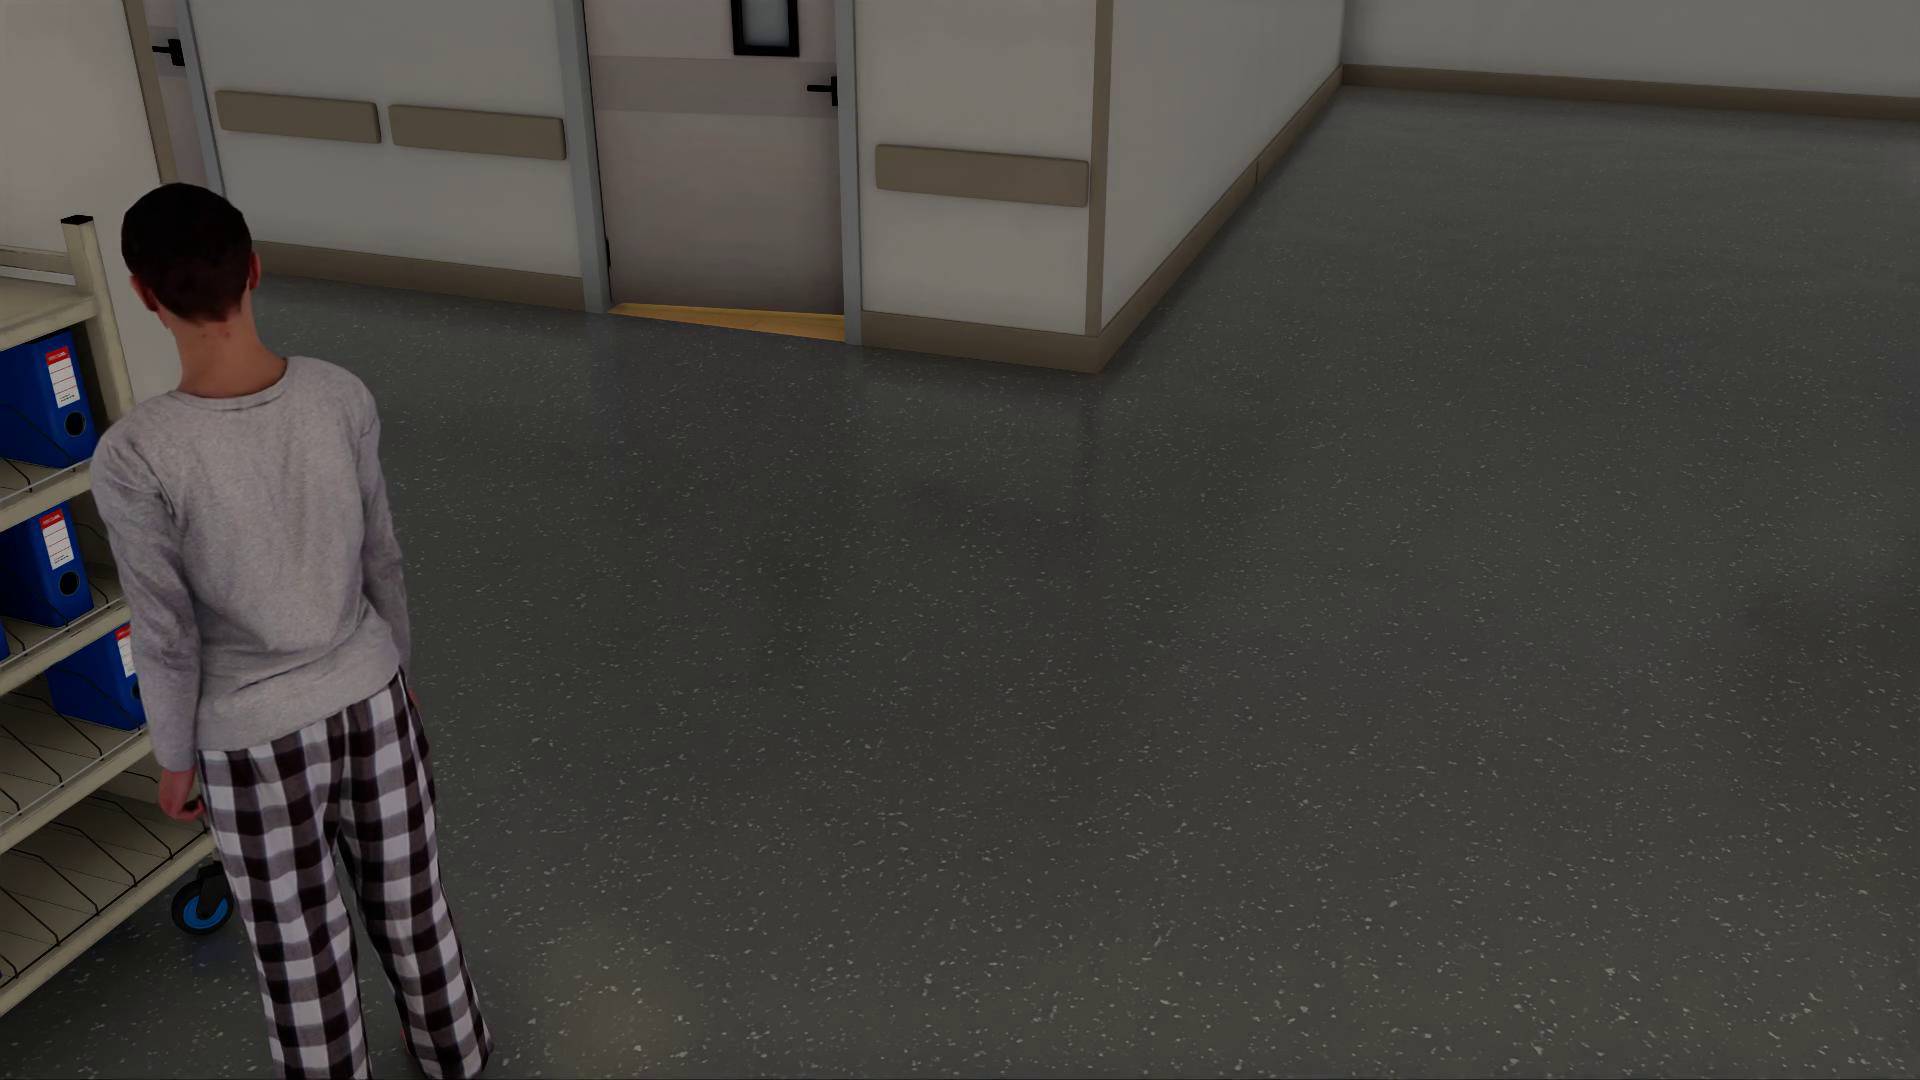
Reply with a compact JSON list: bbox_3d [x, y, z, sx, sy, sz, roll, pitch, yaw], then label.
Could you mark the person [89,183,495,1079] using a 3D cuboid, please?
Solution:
[{"bbox_3d":[-1.137,0.300,2.879,0.758,1.845,0.614,22,34,38],"label":"person"}]
